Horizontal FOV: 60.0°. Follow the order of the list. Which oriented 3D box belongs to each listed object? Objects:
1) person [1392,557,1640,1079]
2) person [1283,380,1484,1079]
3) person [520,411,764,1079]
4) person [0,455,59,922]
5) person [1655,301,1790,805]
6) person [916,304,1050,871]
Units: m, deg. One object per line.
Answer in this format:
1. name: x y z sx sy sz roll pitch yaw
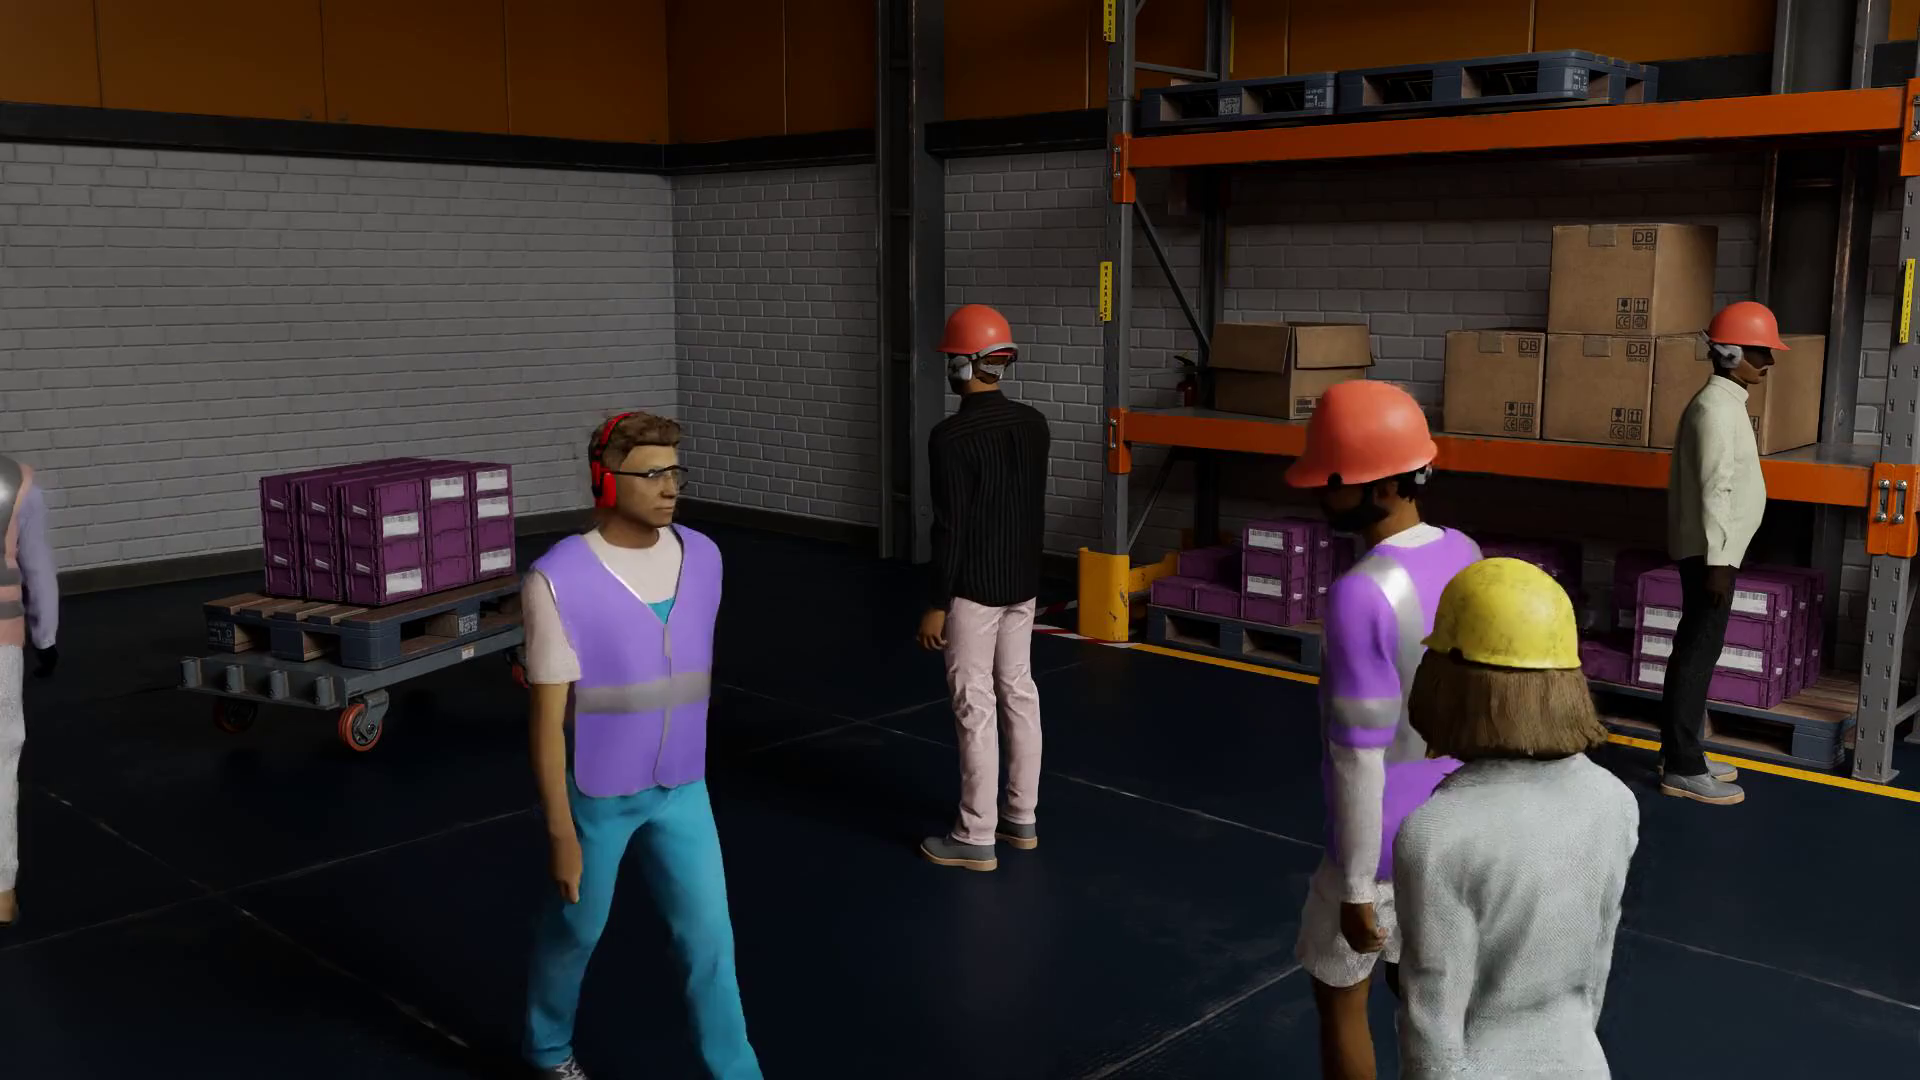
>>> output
1. person: 0.801 0.868 2.551 0.492 1.694 0.832 -5 10 -26
2. person: 0.977 0.611 3.478 0.577 1.909 0.722 -9 13 -44
3. person: -0.771 0.591 3.947 0.995 1.800 0.580 8 12 40
4. person: -3.347 0.336 5.527 0.641 1.792 0.949 -5 10 -27
5. person: 3.050 0.044 6.687 0.400 1.989 0.623 4 10 22
6. person: 0.076 0.169 5.910 0.381 1.996 0.608 7 12 39
